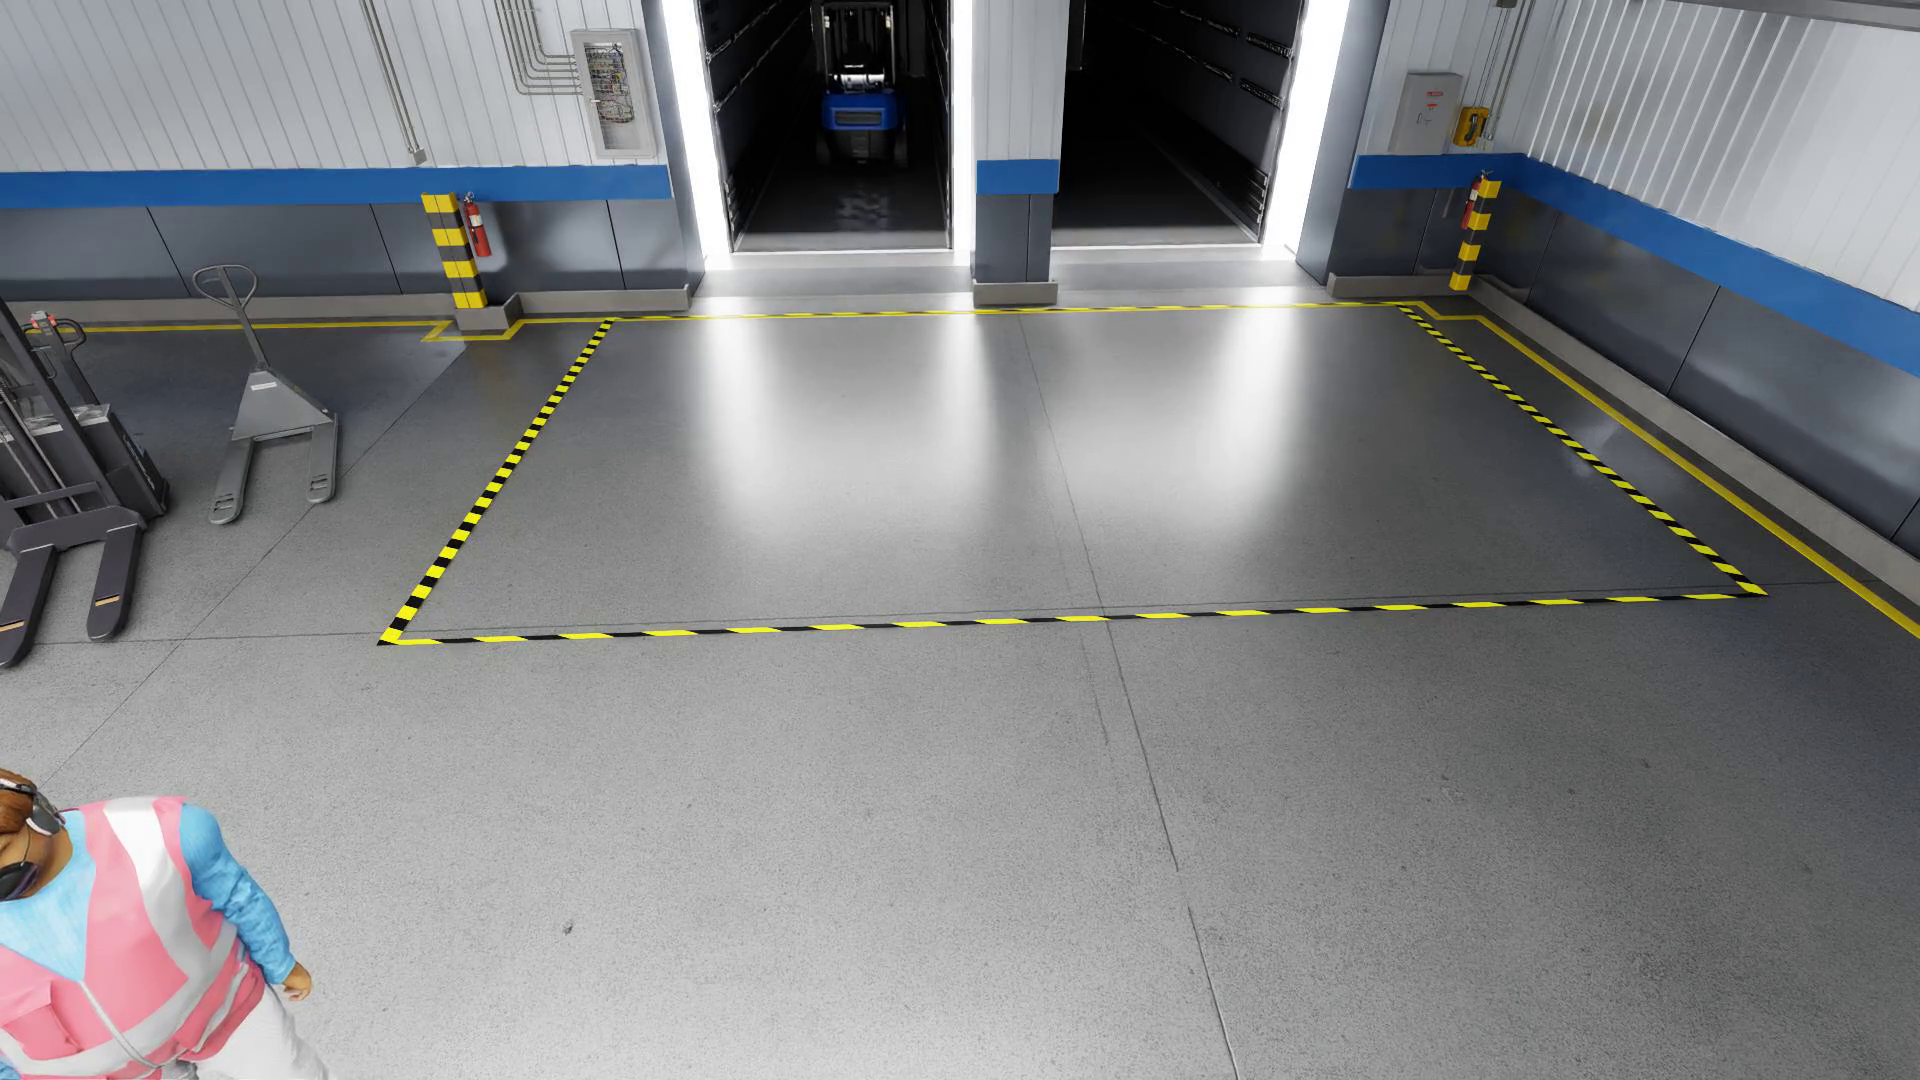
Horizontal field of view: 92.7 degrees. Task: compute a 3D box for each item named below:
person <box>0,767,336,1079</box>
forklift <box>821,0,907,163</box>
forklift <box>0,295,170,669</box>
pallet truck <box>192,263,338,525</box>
[{"bbox_3d":[-2.031,1.244,2.338,0.620,1.845,0.431,-27,43,-34],"label":"person"},{"bbox_3d":[-1.433,-6.994,13.727,1.157,2.036,2.680,0,35,0],"label":"forklift"},{"bbox_3d":[-5.212,-0.618,4.878,0.823,1.965,1.885,-20,39,-26],"label":"forklift"},{"bbox_3d":[-4.778,-1.027,6.128,0.680,1.201,1.601,-17,38,-23],"label":"pallet truck"}]
